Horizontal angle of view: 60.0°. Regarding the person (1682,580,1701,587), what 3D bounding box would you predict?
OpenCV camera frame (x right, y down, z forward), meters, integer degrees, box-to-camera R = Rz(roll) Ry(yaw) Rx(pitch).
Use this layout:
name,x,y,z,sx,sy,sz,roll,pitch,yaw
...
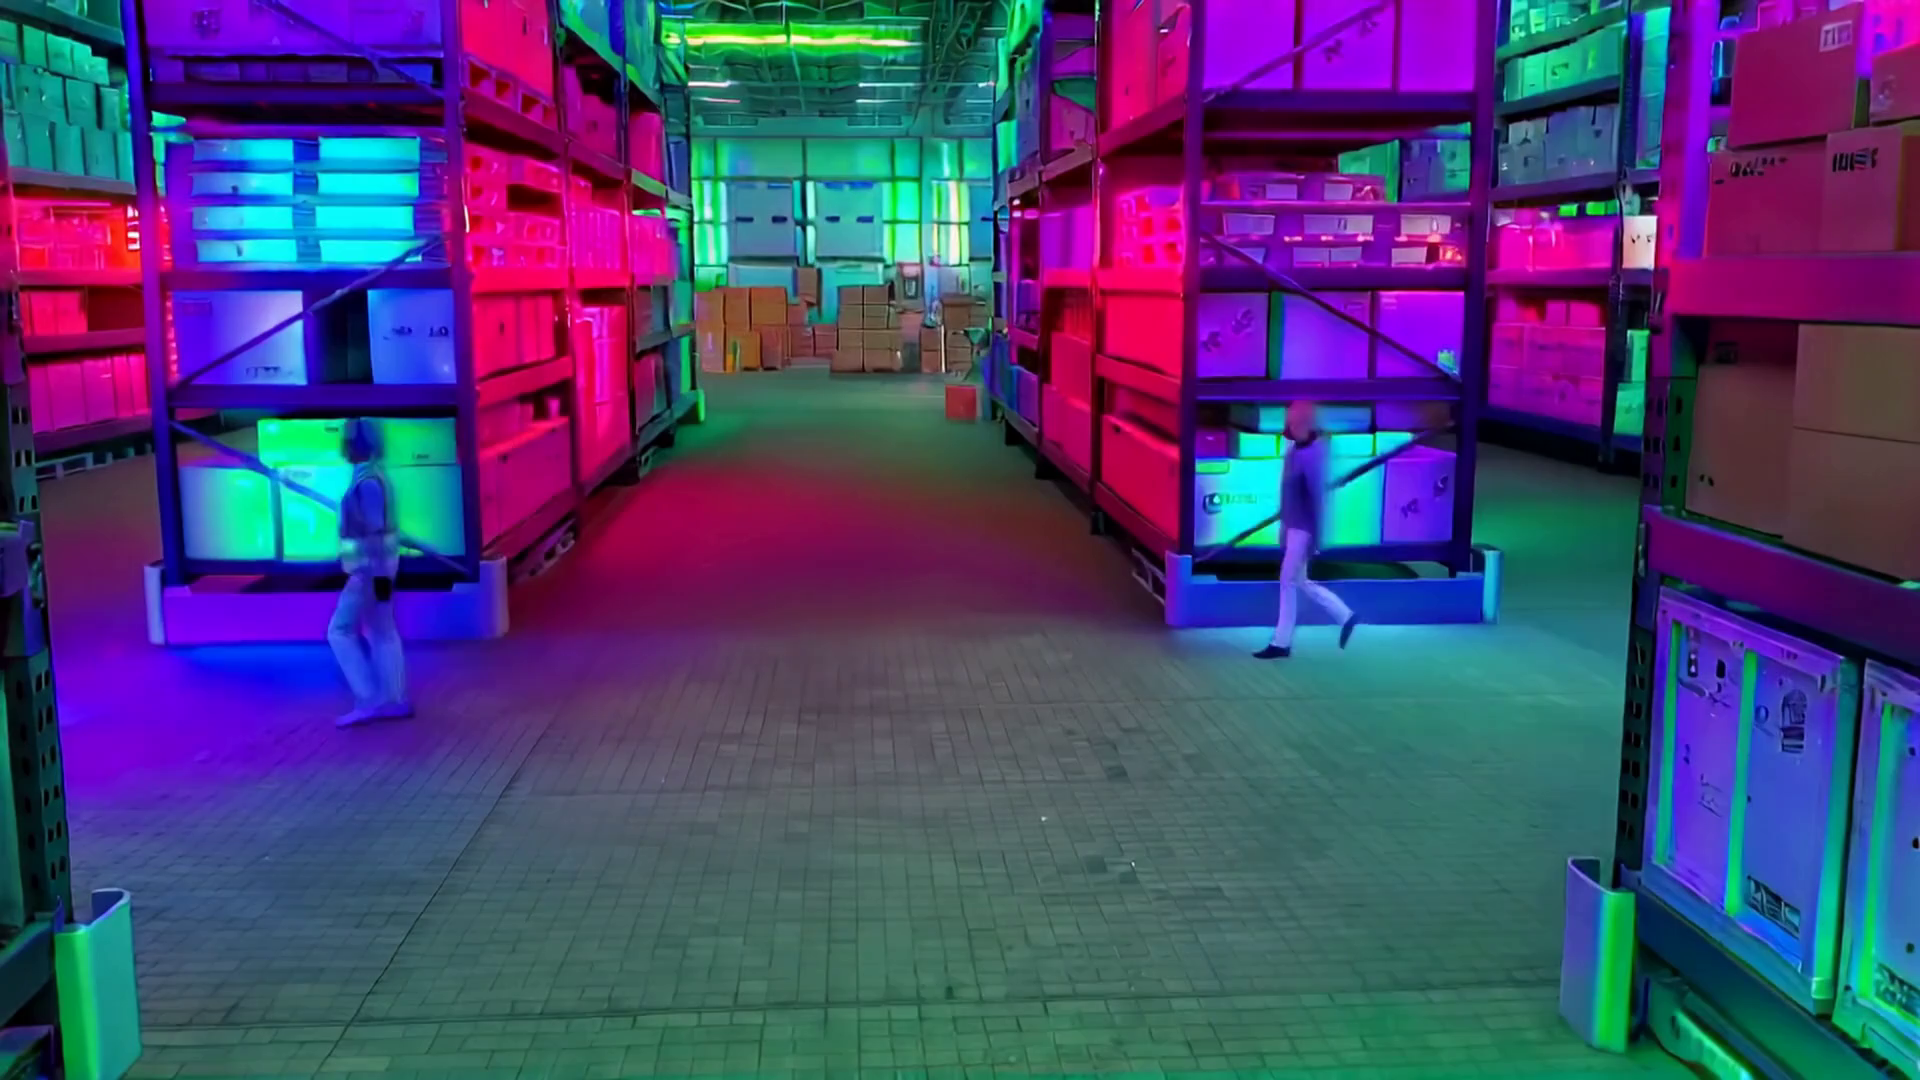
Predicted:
name,x,y,z,sx,sy,sz,roll,pitch,yaw
person,2.737,0.532,6.031,0.425,1.745,0.549,-1,9,-7

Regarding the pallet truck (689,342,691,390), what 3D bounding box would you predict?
name,x,y,z,sx,sy,sz,roll,pitch,yaw
pallet truck,-5.225,-3.008,27.480,1.885,1.965,0.823,2,9,14

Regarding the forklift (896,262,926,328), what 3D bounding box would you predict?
name,x,y,z,sx,sy,sz,roll,pitch,yaw
forklift,-1.780,-8.547,59.499,1.129,2.768,1.873,-1,9,-4

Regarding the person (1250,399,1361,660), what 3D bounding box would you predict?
name,x,y,z,sx,sy,sz,roll,pitch,yaw
person,2.145,-0.063,10.189,0.660,1.609,0.511,-1,9,-8

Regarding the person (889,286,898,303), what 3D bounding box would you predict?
name,x,y,z,sx,sy,sz,roll,pitch,yaw
person,-2.662,-9.184,66.505,0.564,1.913,0.576,-3,10,-21

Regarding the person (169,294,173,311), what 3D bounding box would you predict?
name,x,y,z,sx,sy,sz,roll,pitch,yaw
person,-29.595,-8.616,62.753,0.402,1.987,0.608,0,9,1

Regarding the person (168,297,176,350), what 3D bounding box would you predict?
name,x,y,z,sx,sy,sz,roll,pitch,yaw
person,-24.361,-6.745,51.825,0.498,1.713,0.559,-3,10,-20

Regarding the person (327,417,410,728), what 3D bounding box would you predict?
name,x,y,z,sx,sy,sz,roll,pitch,yaw
person,-3.136,0.171,8.677,0.481,1.622,0.534,-2,9,-15

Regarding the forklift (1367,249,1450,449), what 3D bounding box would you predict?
name,x,y,z,sx,sy,sz,roll,pitch,yaw
forklift,5.527,-2.614,22.244,1.873,2.768,1.129,-1,9,-4

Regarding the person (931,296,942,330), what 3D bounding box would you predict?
name,x,y,z,sx,sy,sz,roll,pitch,yaw
person,-0.772,-8.149,61.028,0.528,1.581,0.900,-1,9,-6
